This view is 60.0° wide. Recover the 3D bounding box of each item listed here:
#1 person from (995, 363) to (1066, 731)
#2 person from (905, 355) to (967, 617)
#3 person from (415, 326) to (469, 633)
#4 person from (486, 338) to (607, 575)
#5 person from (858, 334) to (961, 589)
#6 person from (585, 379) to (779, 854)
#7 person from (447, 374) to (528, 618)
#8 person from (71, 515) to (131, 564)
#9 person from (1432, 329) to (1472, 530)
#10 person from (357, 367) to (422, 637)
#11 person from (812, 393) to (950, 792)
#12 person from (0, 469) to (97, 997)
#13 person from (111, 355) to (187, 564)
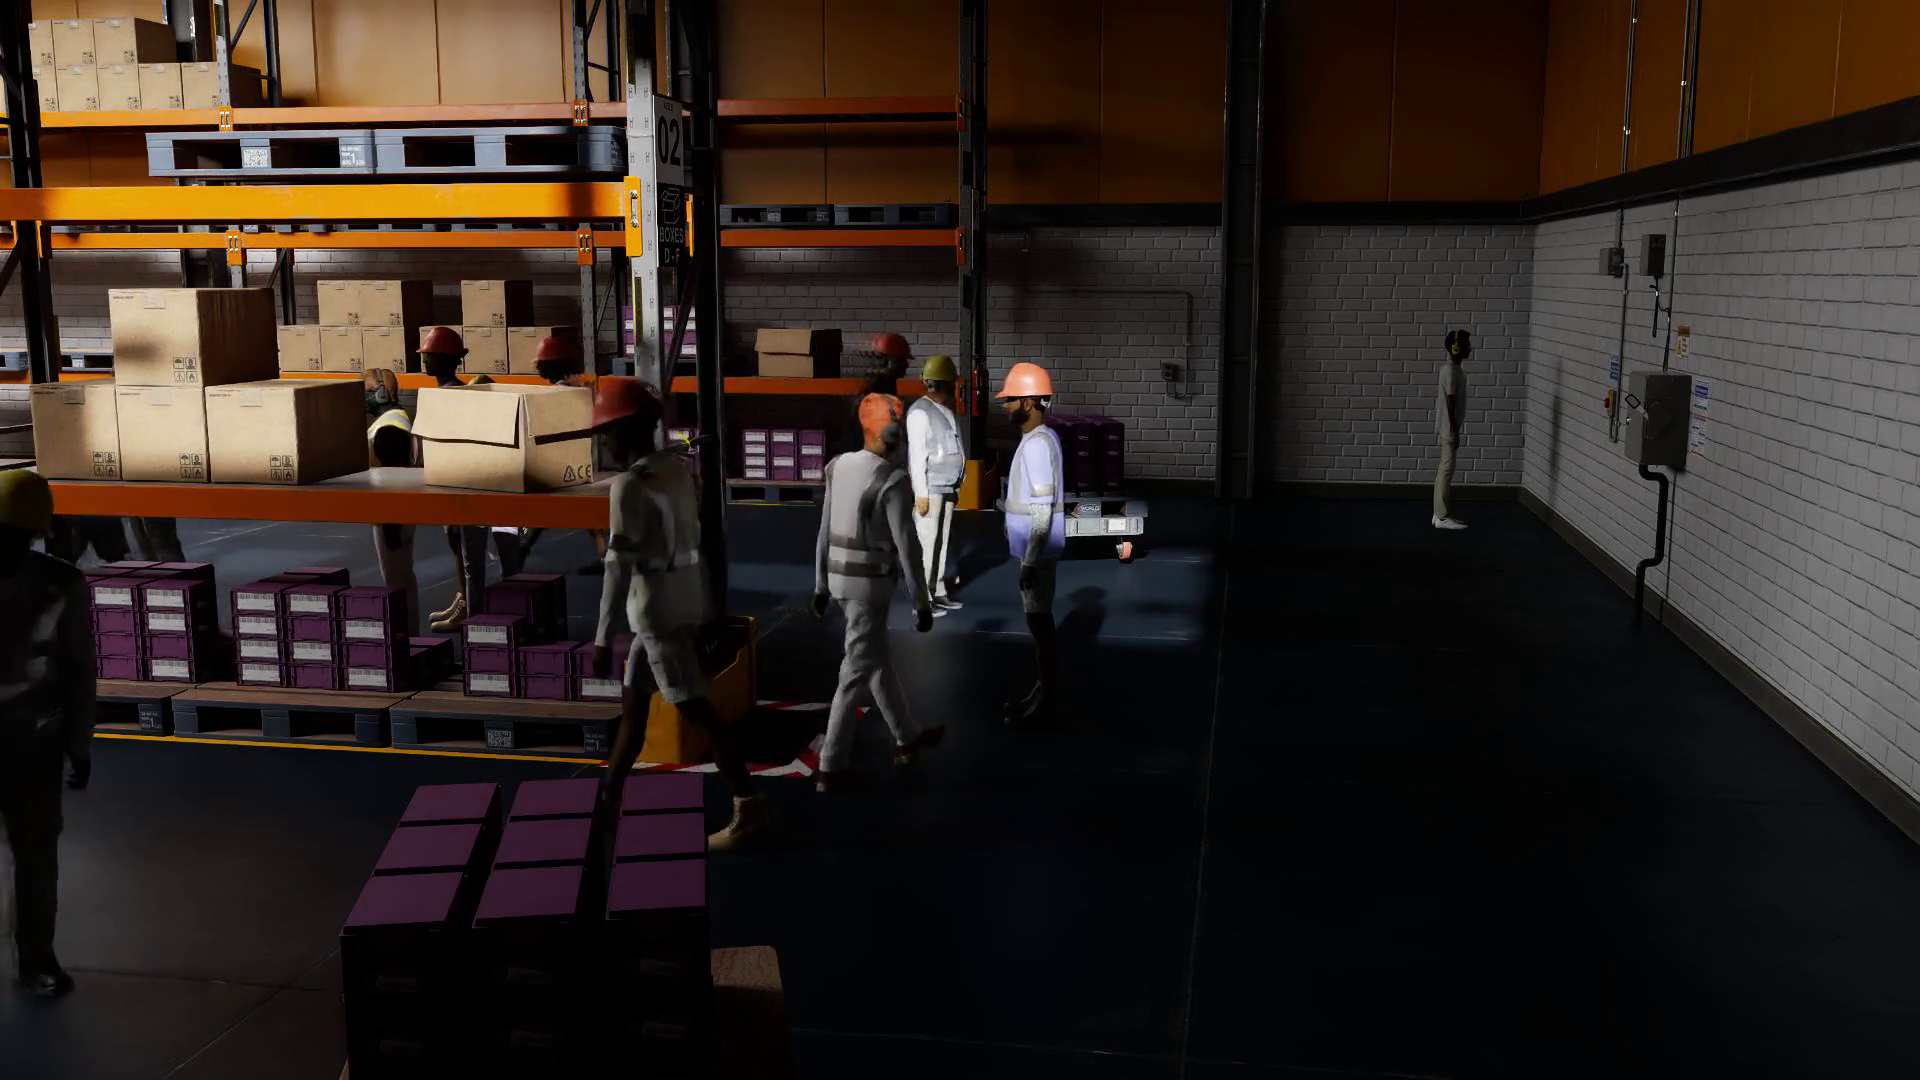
[{"bbox_3d":[0.369,0.039,8.762,0.379,1.937,0.547,1,9,5],"label":"person"},{"bbox_3d":[-0.159,-0.386,11.726,0.404,1.829,0.600,4,10,23],"label":"person"},{"bbox_3d":[-3.427,-0.403,11.167,0.363,2.048,0.609,-3,10,-17],"label":"person"},{"bbox_3d":[-3.227,-0.639,13.119,1.024,1.877,0.555,-2,9,-12],"label":"person"},{"bbox_3d":[-0.423,-0.512,12.118,0.988,1.945,0.635,-1,9,-5],"label":"person"},{"bbox_3d":[-1.254,0.320,6.933,1.086,1.977,0.665,1,9,8],"label":"person"},{"bbox_3d":[-2.986,-0.159,10.517,0.524,1.769,0.315,-3,10,-18],"label":"person"},{"bbox_3d":[-5.657,-0.137,10.782,0.892,1.645,0.541,2,9,11],"label":"person"},{"bbox_3d":[4.646,-1.038,15.667,0.328,1.869,0.521,2,9,12],"label":"person"},{"bbox_3d":[-3.497,-0.137,10.184,0.429,1.835,0.633,-3,10,-19],"label":"person"},{"bbox_3d":[-0.338,0.231,7.848,0.899,1.844,0.591,-6,11,-35],"label":"person"},{"bbox_3d":[-3.214,0.653,5.440,0.730,1.782,0.440,-3,10,-19],"label":"person"},{"bbox_3d":[-5.487,-0.360,11.237,0.630,1.938,0.369,7,12,39],"label":"person"}]
